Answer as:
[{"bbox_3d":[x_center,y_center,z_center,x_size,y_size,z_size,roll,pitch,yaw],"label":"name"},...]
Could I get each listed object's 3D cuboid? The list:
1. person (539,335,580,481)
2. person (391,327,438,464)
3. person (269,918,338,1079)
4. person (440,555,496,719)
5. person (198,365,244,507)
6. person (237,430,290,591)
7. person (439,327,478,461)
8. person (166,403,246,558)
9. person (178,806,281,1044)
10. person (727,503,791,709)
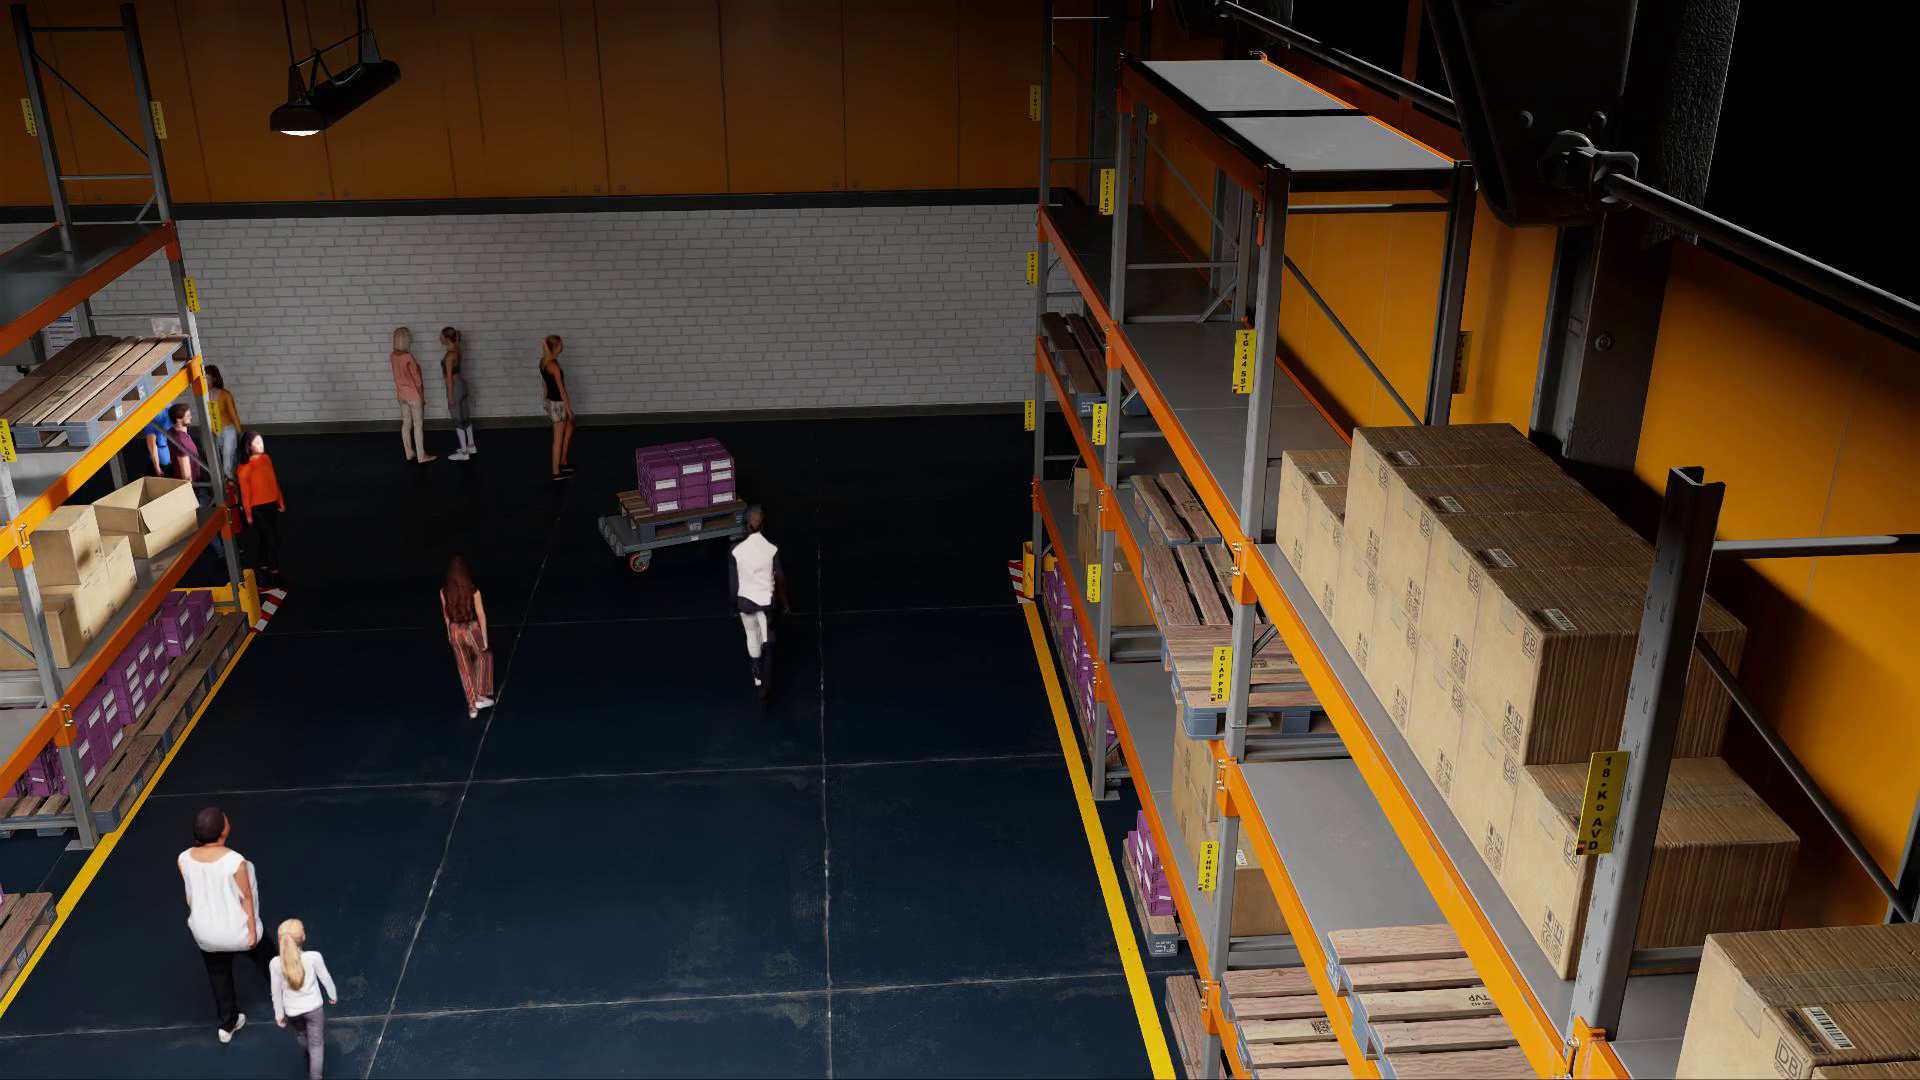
[{"bbox_3d":[-4.973,-1.606,20.148,0.814,1.831,0.722,-15,28,-30],"label":"person"},{"bbox_3d":[-6.872,-1.816,20.760,0.681,1.726,0.714,14,27,30],"label":"person"},{"bbox_3d":[-4.111,2.974,10.388,0.534,1.257,0.830,-4,24,-9],"label":"person"},{"bbox_3d":[-4.419,0.884,14.797,0.567,1.555,0.609,1,24,1],"label":"person"},{"bbox_3d":[-8.543,-1.206,19.405,0.711,1.694,1.221,0,24,1],"label":"person"},{"bbox_3d":[-7.347,-0.315,17.318,0.780,1.733,0.683,5,24,12],"label":"person"},{"bbox_3d":[-6.303,-1.844,20.855,0.648,1.702,0.513,1,24,3],"label":"person"},{"bbox_3d":[-8.328,-0.570,17.796,1.151,1.817,1.195,-18,30,-36],"label":"person"},{"bbox_3d":[-4.827,2.537,10.873,0.823,1.668,1.006,4,24,9],"label":"person"},{"bbox_3d":[-1.828,0.618,15.021,0.756,1.863,1.178,0,24,0],"label":"person"}]
